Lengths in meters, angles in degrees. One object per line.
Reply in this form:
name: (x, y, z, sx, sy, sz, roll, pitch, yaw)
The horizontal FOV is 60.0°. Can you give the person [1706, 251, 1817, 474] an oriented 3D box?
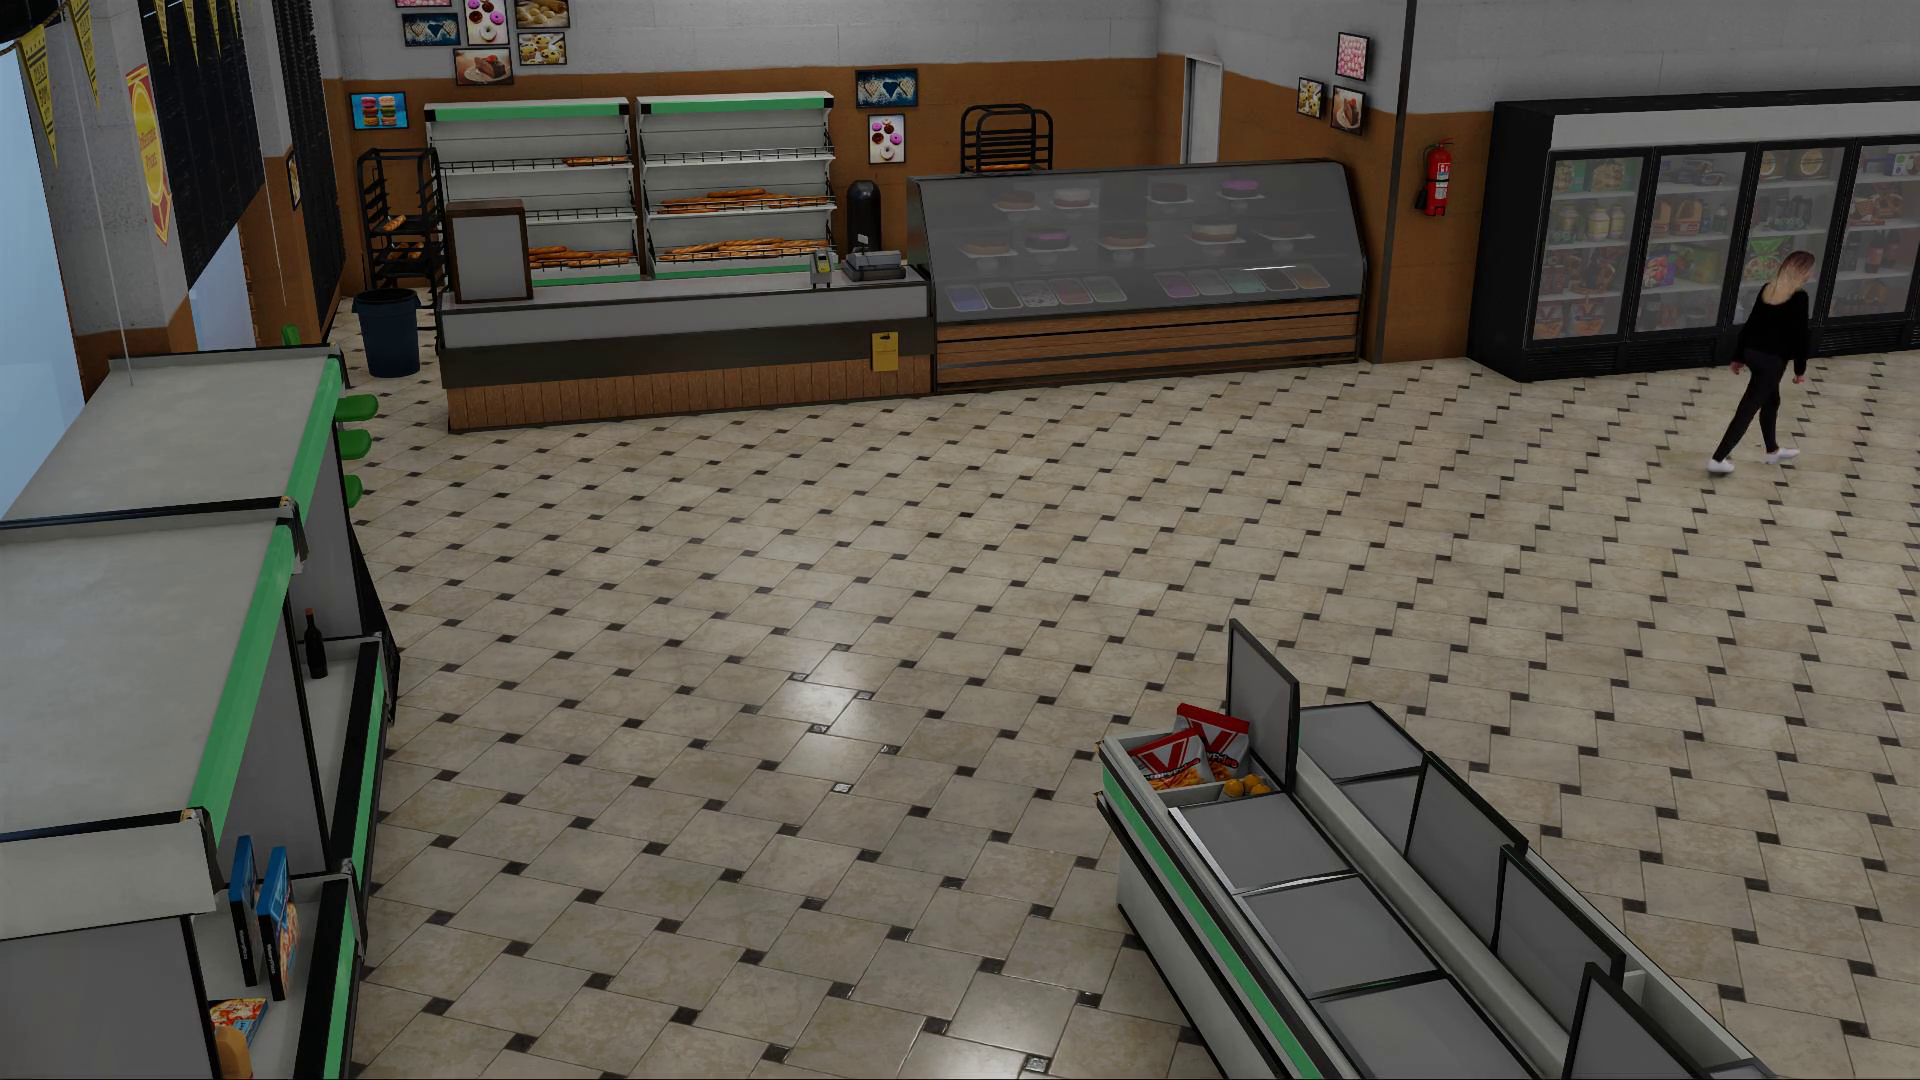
person: (5.768, -1.254, 12.081, 0.681, 1.644, 0.957, -8, 23, -19)
